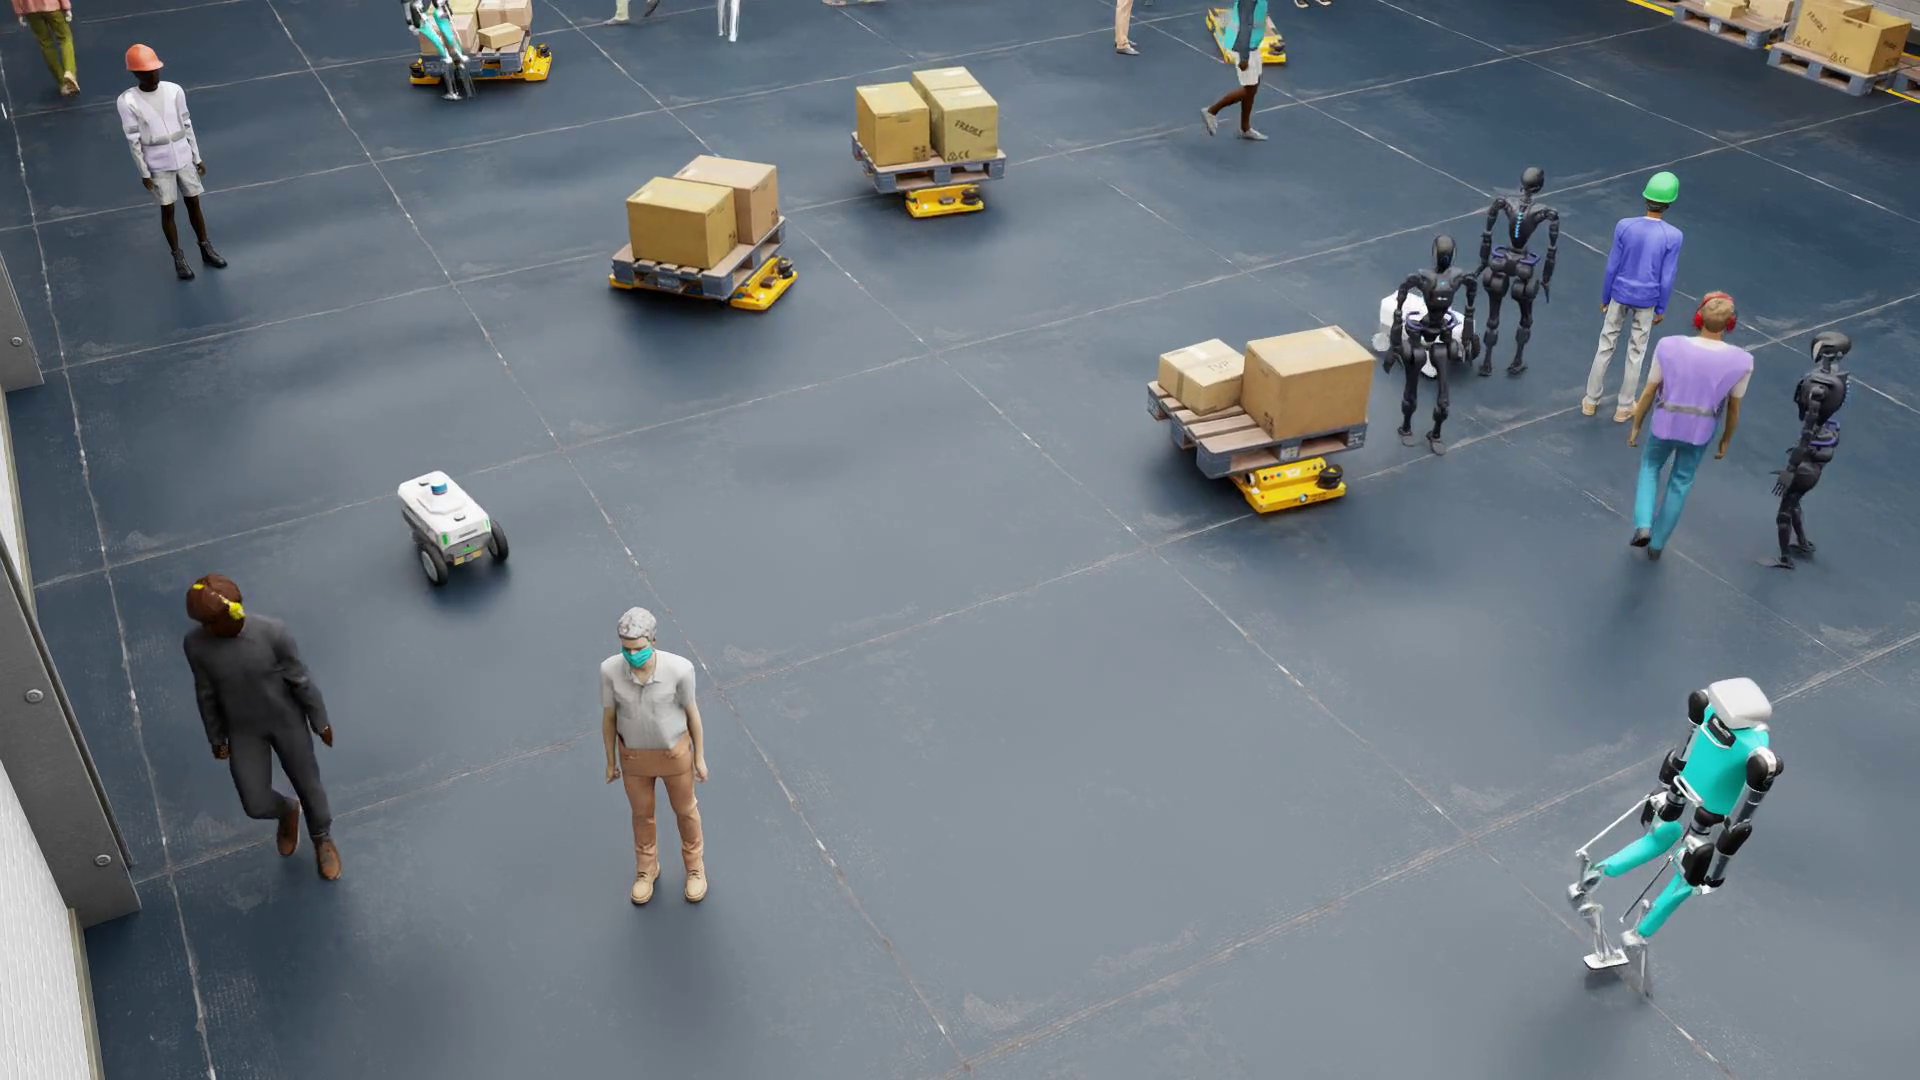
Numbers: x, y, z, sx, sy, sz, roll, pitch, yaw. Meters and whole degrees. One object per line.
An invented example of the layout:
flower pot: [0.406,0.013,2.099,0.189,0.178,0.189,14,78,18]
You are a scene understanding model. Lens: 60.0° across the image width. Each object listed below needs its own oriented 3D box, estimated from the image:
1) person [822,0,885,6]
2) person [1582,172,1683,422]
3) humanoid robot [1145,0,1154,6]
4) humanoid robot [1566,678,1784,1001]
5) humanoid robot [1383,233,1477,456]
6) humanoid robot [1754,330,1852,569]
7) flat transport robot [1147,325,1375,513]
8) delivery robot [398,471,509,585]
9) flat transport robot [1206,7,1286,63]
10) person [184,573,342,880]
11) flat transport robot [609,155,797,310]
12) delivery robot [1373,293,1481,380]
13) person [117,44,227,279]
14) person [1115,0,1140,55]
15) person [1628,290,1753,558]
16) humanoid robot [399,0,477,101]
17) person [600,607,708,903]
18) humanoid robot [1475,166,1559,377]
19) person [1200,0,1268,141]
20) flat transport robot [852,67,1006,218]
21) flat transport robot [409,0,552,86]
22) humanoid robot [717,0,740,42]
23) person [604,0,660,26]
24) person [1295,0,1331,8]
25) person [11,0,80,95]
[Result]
person: [-1.312,-7.286,19.740,0.887,1.843,0.612,-5,35,-8]
person: [4.776,-1.710,11.761,0.468,1.871,0.355,18,39,24]
humanoid robot: [2.282,-7.243,19.834,0.589,1.647,0.408,7,36,10]
humanoid robot: [3.084,1.421,7.474,0.737,1.868,0.540,-8,36,-11]
humanoid robot: [3.237,-1.360,11.434,0.609,1.640,0.396,-1,35,-1]
humanoid robot: [5.249,-0.538,10.271,0.378,1.643,0.588,19,39,25]
flat transport robot: [2.061,-0.684,11.692,0.659,0.231,1.431,-12,37,-16]
delivery robot: [-3.279,-0.130,10.630,0.505,0.569,0.741,-25,42,-31]
flat transport robot: [3.243,-5.748,18.923,0.659,0.231,1.431,-1,35,-2]
person: [-3.338,0.913,8.025,0.588,1.856,0.423,-8,36,-11]
flat transport robot: [-2.148,-2.231,13.901,1.431,0.231,0.659,11,37,16]
delivery robot: [3.585,-1.620,12.775,0.499,0.589,0.784,-27,43,-33]
person: [-6.517,-3.123,13.719,0.347,1.942,0.544,28,43,33]
person: [1.877,-6.241,18.401,0.374,1.675,0.459,1,35,2]
person: [4.490,-0.687,10.333,0.592,1.826,0.467,13,37,18]
humanoid robot: [-5.378,-5.333,17.094,0.789,1.810,0.536,30,45,35]
person: [-1.459,1.032,7.954,0.491,1.744,0.304,-1,35,-1]
humanoid robot: [4.109,-1.984,12.327,0.600,1.655,0.336,22,40,28]
person: [2.761,-4.810,16.144,0.564,1.914,0.565,11,36,15]
flat transport robot: [-0.307,-3.403,15.574,0.659,0.231,1.431,-10,36,-14]
flat transport robot: [-5.212,-5.178,18.109,1.431,0.231,0.659,-3,35,-5]
humanoid robot: [-2.655,-6.511,18.792,0.541,1.858,0.735,3,35,4]
person: [-3.873,-6.857,19.143,0.619,1.825,0.609,-2,35,-3]
person: [4.298,-7.334,19.709,0.611,1.963,0.363,-12,37,-17]
person: [-9.471,-5.465,17.164,0.534,1.824,0.593,-12,37,-17]
